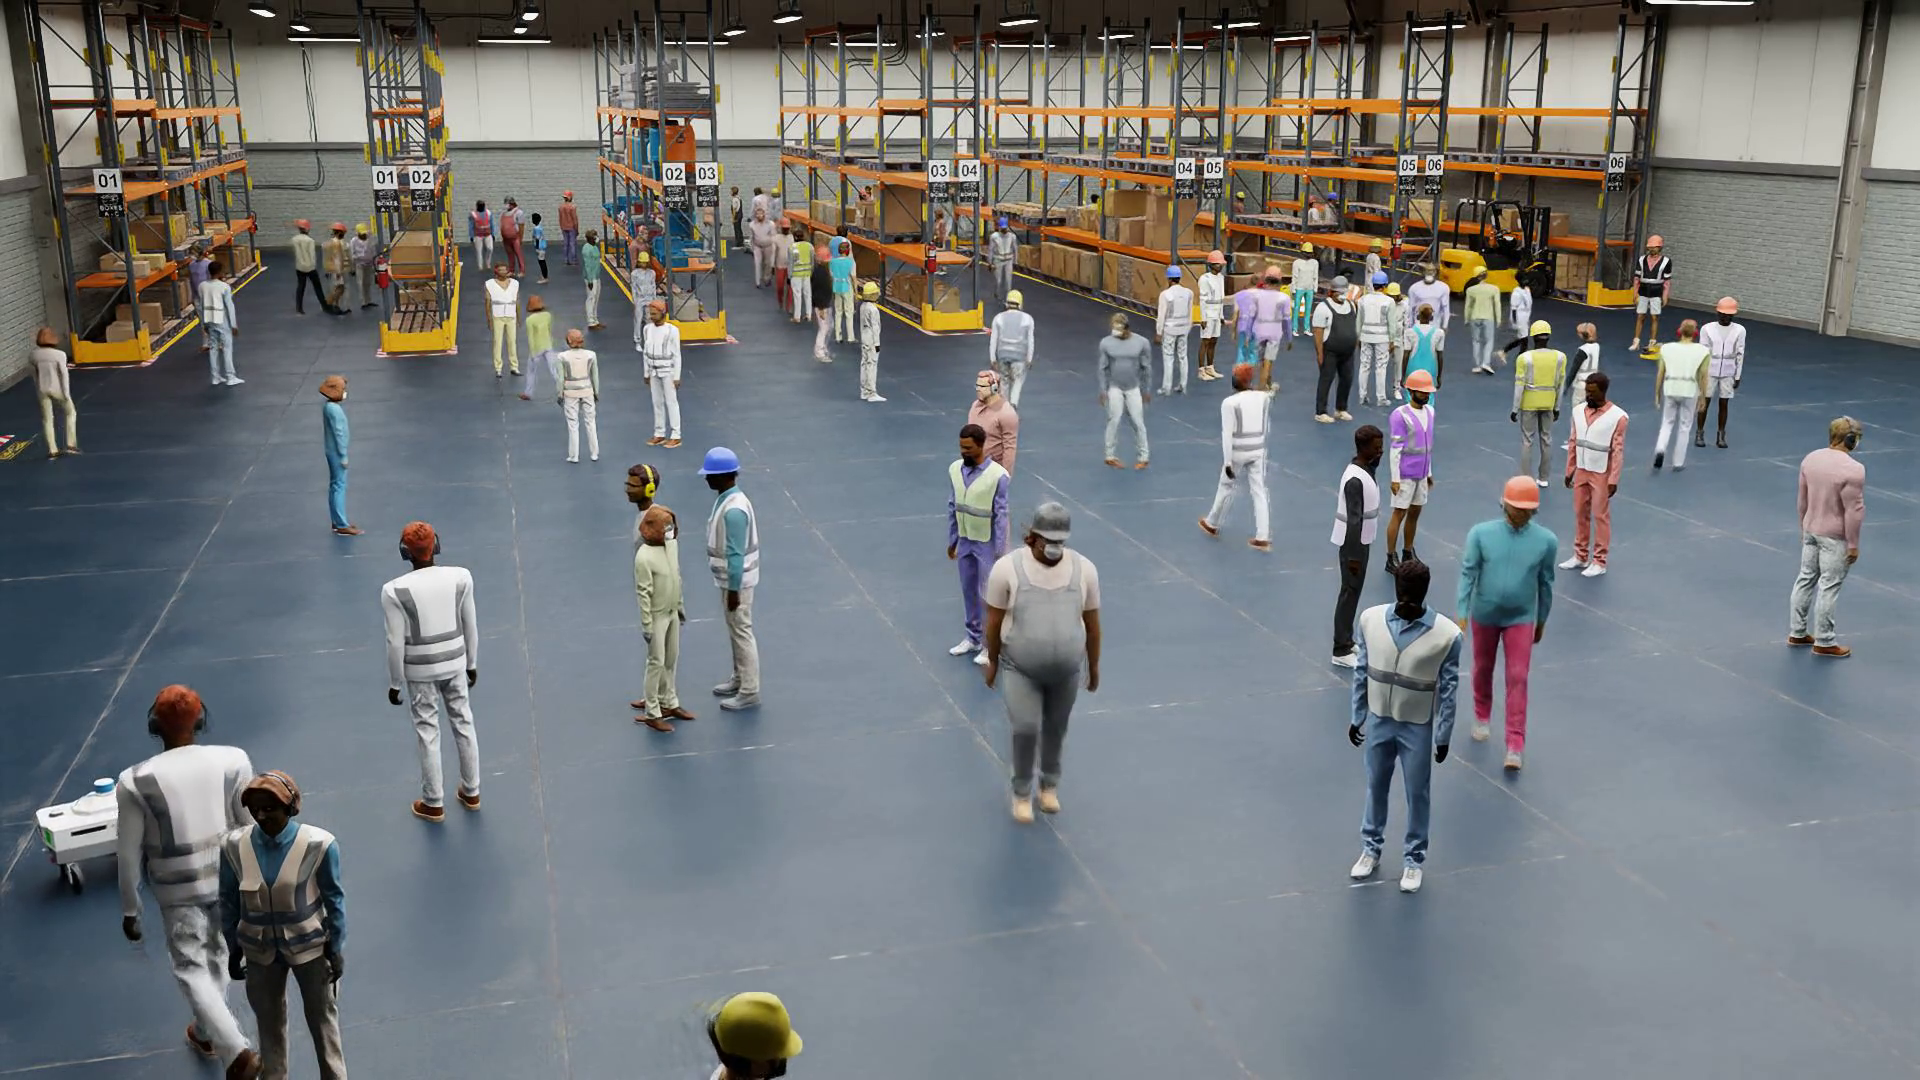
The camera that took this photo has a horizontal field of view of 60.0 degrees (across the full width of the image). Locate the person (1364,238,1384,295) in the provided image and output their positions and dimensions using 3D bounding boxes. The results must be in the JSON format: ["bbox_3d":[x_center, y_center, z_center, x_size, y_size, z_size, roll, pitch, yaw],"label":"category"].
[{"bbox_3d":[7.983,-4.946,32.124,0.323,1.739,0.489,-2,15,-7],"label":"person"}]

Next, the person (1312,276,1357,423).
[{"bbox_3d":[5.179,-2.628,22.824,0.687,2.000,0.539,-8,17,-28],"label":"person"}]

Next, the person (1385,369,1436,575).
[{"bbox_3d":[4.231,-0.630,15.506,0.552,1.936,0.358,-11,18,-35],"label":"person"}]

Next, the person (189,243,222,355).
[{"bbox_3d":[-13.123,-4.188,28.907,0.630,1.931,0.369,8,17,29],"label":"person"}]

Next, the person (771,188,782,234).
[{"bbox_3d":[-5.522,-9.717,50.089,0.311,1.735,0.483,1,15,5],"label":"person"}]

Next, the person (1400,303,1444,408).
[{"bbox_3d":[5.877,-2.093,21.189,0.516,1.843,0.326,2,15,7],"label":"person"}]

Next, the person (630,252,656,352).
[{"bbox_3d":[-5.557,-4.207,29.346,0.486,1.740,0.314,-12,19,-37],"label":"person"}]

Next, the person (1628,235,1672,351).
[{"bbox_3d":[12.092,-4.305,29.130,0.607,2.045,0.390,12,19,37],"label":"person"}]

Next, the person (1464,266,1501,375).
[{"bbox_3d":[8.426,-3.549,26.891,0.581,1.722,0.606,6,16,22],"label":"person"}]

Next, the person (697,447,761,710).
[{"bbox_3d":[-1.673,0.271,12.129,0.421,1.938,0.605,-4,15,-15],"label":"person"}]

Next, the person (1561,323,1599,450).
[{"bbox_3d":[7.833,-1.934,21.011,0.413,1.628,0.525,11,18,35],"label":"person"}]

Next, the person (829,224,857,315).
[{"bbox_3d":[-2.410,-5.576,34.302,0.627,1.844,0.429,13,20,40],"label":"person"}]

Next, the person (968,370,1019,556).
[{"bbox_3d":[0.255,-0.648,15.635,0.409,1.909,0.642,-11,19,-36],"label":"person"}]

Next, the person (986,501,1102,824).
[{"bbox_3d":[0.535,0.740,10.153,0.712,2.000,0.632,-3,15,-10],"label":"person"}]

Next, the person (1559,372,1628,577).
[{"bbox_3d":[5.924,-0.625,15.556,0.411,1.907,0.600,-8,17,-27],"label":"person"}]

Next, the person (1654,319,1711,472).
[{"bbox_3d":[8.571,-1.705,19.763,0.582,1.832,0.443,11,18,35],"label":"person"}]

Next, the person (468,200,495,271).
[{"bbox_3d":[-12.321,-7.844,42.857,0.666,1.830,0.454,-10,18,-34],"label":"person"}]

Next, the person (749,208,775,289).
[{"bbox_3d":[-4.649,-6.886,39.196,0.641,1.866,0.954,-1,15,-3],"label":"person"}]

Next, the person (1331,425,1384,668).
[{"bbox_3d":[3.100,0.038,13.029,0.375,1.916,0.599,5,16,18],"label":"person"}]

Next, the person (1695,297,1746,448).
[{"bbox_3d":[9.658,-2.127,21.160,0.544,1.930,0.388,4,15,15],"label":"person"}]

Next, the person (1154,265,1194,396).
[{"bbox_3d":[3.208,-3.133,24.906,0.617,1.945,0.398,-8,17,-26],"label":"person"}]

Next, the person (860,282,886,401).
[{"bbox_3d":[-1.303,-2.923,24.500,0.282,1.746,0.493,-8,17,-26],"label":"person"}]

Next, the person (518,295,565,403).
[{"bbox_3d":[-6.108,-2.785,24.287,0.865,1.591,0.510,10,18,34],"label":"person"}]

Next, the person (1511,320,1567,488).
[{"bbox_3d":[6.568,-1.537,18.955,0.585,1.920,0.374,-2,15,-7],"label":"person"}]

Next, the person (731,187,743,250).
[{"bbox_3d":[-6.570,-9.471,48.970,0.341,1.839,0.504,3,15,12],"label":"person"}]

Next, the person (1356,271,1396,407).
[{"bbox_3d":[6.008,-2.901,24.028,0.602,1.950,0.380,12,19,38],"label":"person"}]

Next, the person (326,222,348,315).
[{"bbox_3d":[-12.770,-5.568,34.166,0.519,1.896,0.551,-5,16,-19],"label":"person"}]

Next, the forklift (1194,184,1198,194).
[{"bbox_3d":[7.392,-11.333,53.972,1.873,2.768,1.129,-4,15,-15],"label":"forklift"}]

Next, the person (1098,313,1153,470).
[{"bbox_3d":[1.986,-1.789,19.960,0.655,1.905,0.423,3,15,10],"label":"person"}]

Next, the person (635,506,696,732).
[{"bbox_3d":[-2.090,0.544,11.690,0.294,1.623,0.507,5,16,19],"label":"person"}]

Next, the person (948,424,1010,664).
[{"bbox_3d":[0.139,0.012,13.158,0.595,1.908,0.411,14,20,42],"label":"person"}]

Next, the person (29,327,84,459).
[{"bbox_3d":[-11.227,-1.832,20.637,0.503,1.613,0.563,0,15,1],"label":"person"}]

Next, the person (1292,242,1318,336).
[{"bbox_3d":[6.454,-4.686,31.120,0.526,1.760,0.344,-4,15,-14],"label":"person"}]

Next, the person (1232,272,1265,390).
[{"bbox_3d":[4.422,-3.149,25.220,0.575,1.818,0.445,6,16,21],"label":"person"}]

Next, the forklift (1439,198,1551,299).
[{"bbox_3d":[11.913,-6.508,37.130,2.313,2.155,1.214,-4,15,-15],"label":"forklift"}]

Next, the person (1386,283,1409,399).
[{"bbox_3d":[6.375,-2.939,24.594,0.490,1.731,0.324,1,15,3],"label":"person"}]

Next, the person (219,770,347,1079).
[{"bbox_3d":[-2.872,1.755,7.101,0.511,1.641,0.307,-1,15,-4],"label":"person"}]

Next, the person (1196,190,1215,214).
[{"bbox_3d":[7.165,-9.422,48.626,0.641,1.914,0.715,-2,15,-6],"label":"person"}]

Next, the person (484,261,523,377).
[{"bbox_3d":[-7.307,-3.541,26.637,0.571,1.842,0.382,-10,18,-33],"label":"person"}]
